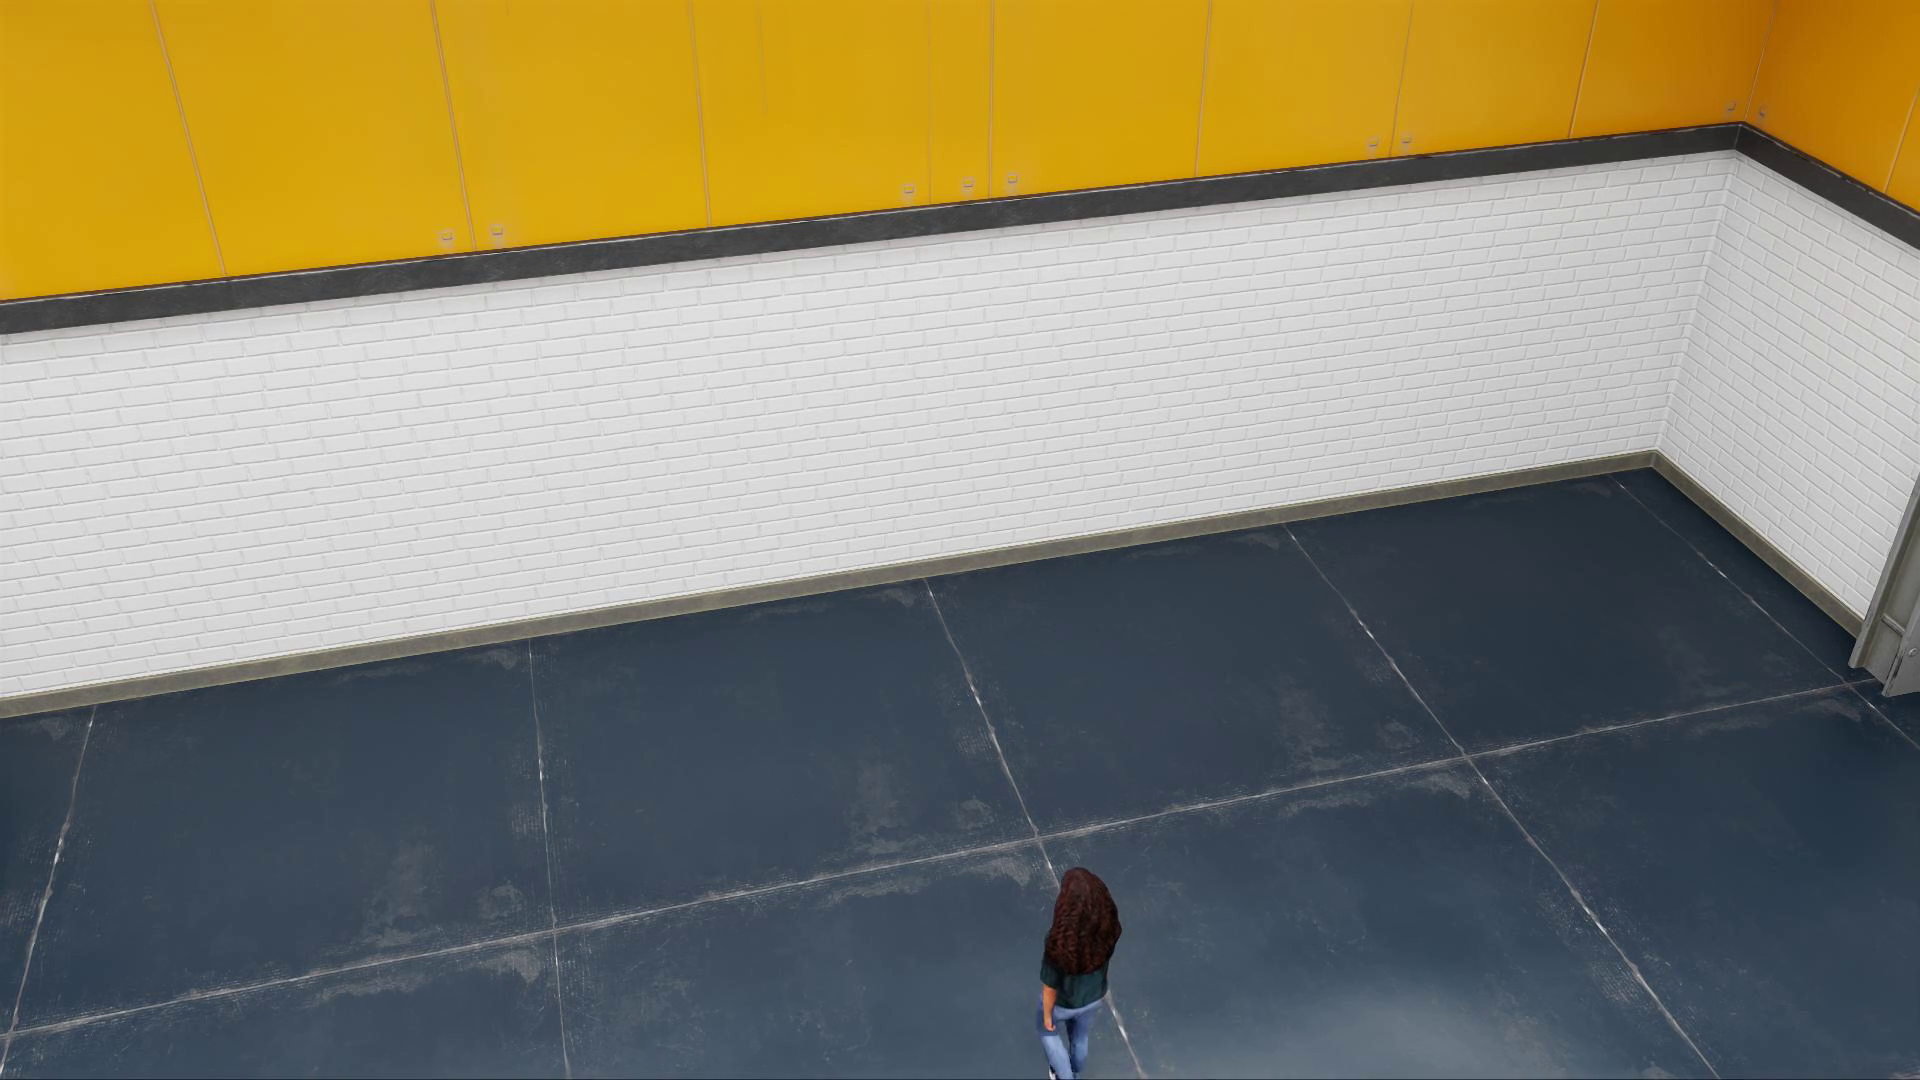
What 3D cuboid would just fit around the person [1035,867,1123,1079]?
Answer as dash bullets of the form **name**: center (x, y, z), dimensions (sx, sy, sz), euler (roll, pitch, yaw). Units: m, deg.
- **person**: center (0.613, 2.329, 8.359), dimensions (0.649, 1.605, 0.747), euler (-15, 36, -21)
